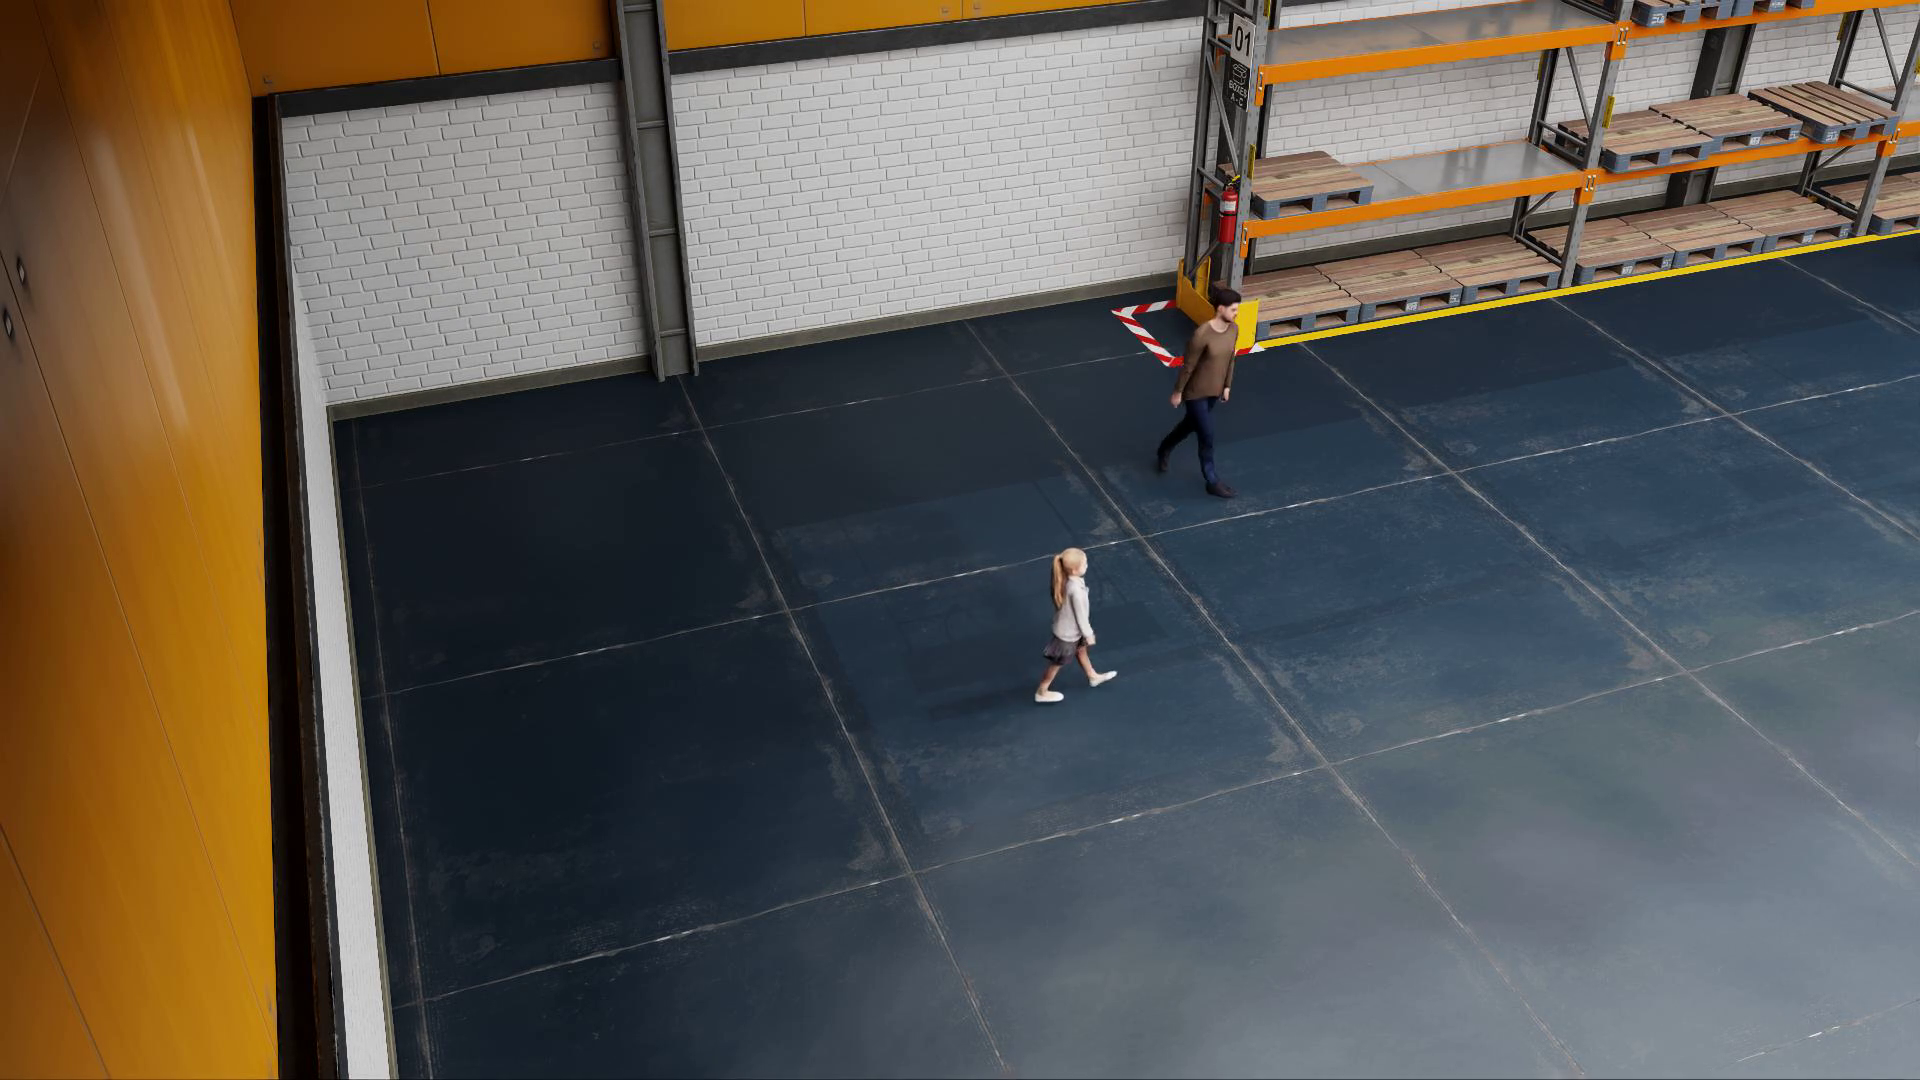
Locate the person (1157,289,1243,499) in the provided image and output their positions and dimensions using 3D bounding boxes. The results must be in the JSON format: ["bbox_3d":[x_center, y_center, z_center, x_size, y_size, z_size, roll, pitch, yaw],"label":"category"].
[{"bbox_3d":[1.953,-1.265,13.903,1.216,1.829,1.075,-22,40,-30],"label":"person"}]

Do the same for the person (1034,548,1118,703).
[{"bbox_3d":[0.697,0.621,11.592,0.884,1.247,0.603,-4,34,-6],"label":"person"}]
